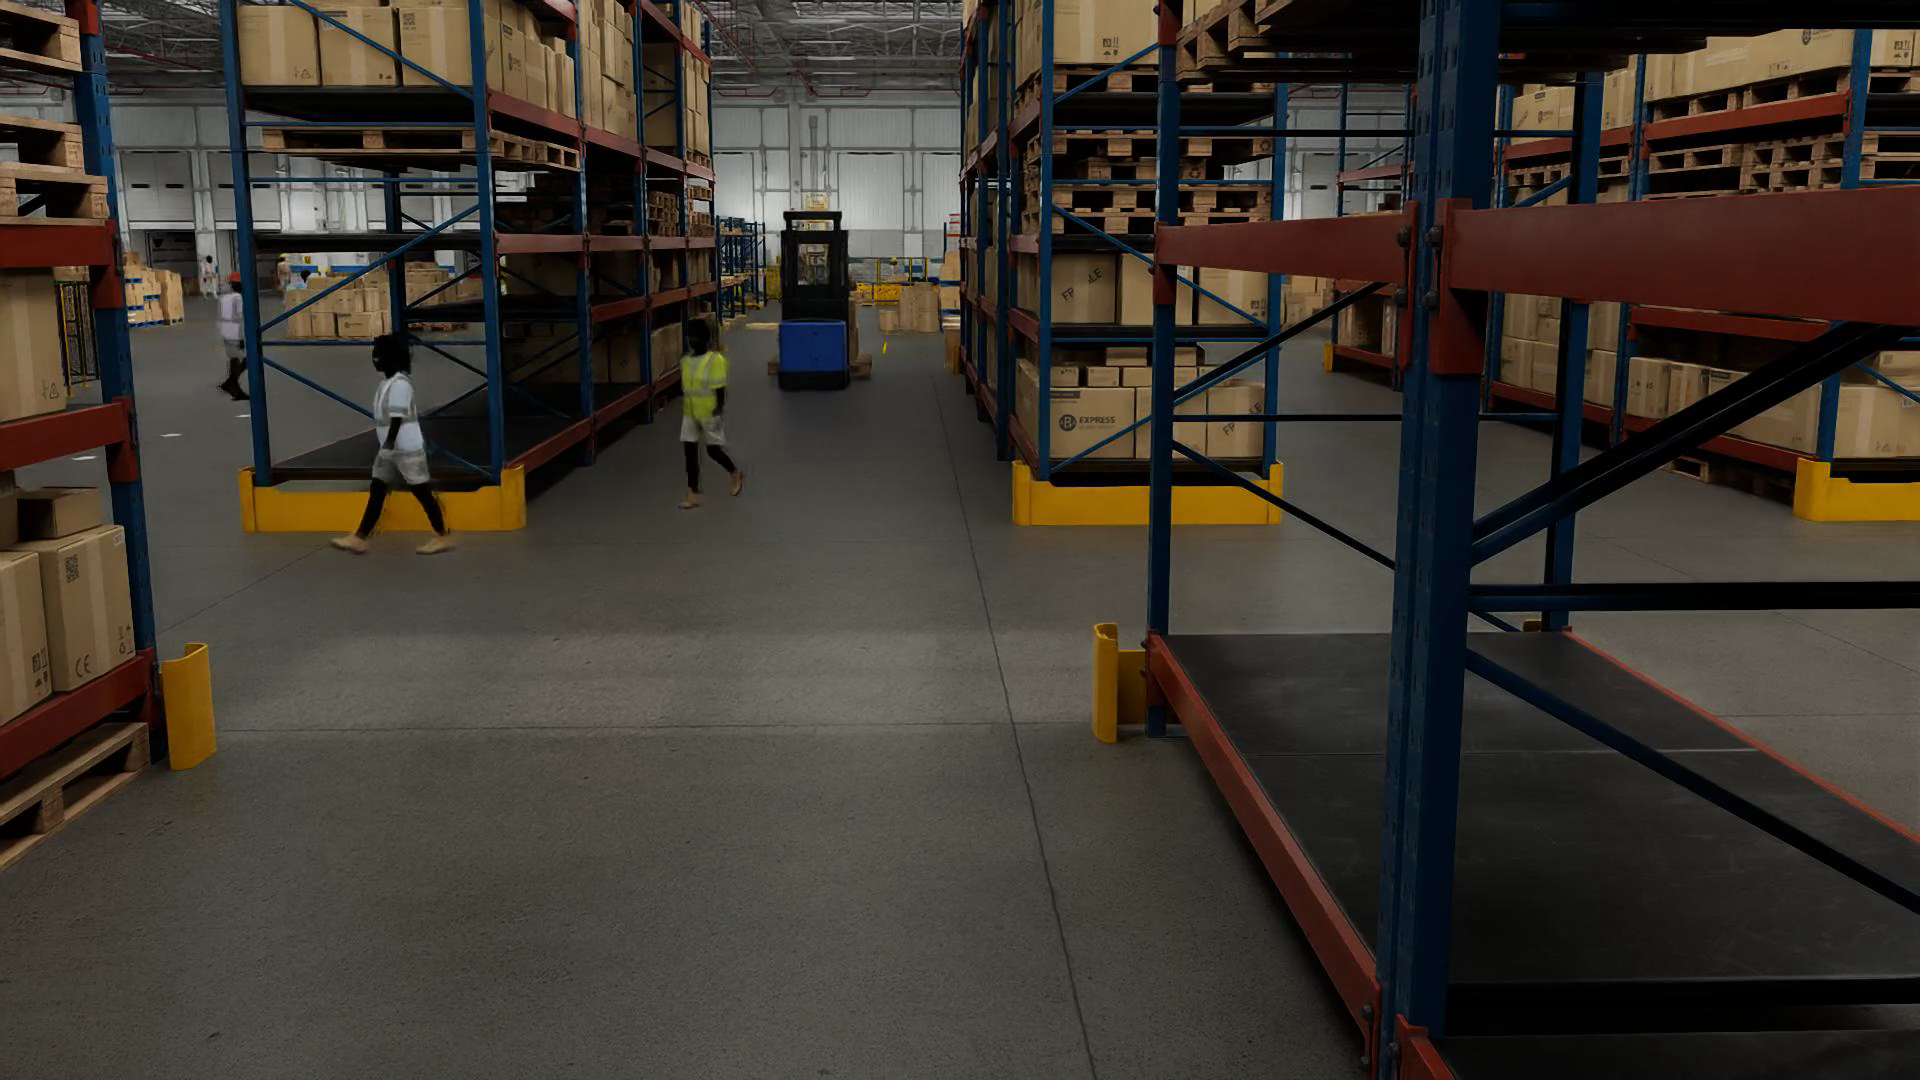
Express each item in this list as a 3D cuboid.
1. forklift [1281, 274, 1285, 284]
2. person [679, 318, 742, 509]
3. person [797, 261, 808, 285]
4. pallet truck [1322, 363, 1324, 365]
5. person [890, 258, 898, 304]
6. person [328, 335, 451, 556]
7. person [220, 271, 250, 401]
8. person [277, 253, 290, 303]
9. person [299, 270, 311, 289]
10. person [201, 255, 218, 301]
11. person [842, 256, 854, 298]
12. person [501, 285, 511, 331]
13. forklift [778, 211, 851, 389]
[{"bbox_3d":[12.240,-10.302,62.509,1.129,2.768,1.873,0,10,-2],"label":"forklift"},{"bbox_3d":[-2.246,-1.127,14.733,0.543,1.679,0.633,6,12,28],"label":"person"},{"bbox_3d":[-3.519,-5.044,35.868,0.852,1.931,0.605,3,11,18],"label":"person"},{"bbox_3d":[7.712,-4.157,30.737,1.885,1.965,0.823,3,11,16],"label":"pallet truck"},{"bbox_3d":[-2.506,-9.822,63.009,0.318,1.741,0.493,0,10,-2],"label":"person"},{"bbox_3d":[-4.234,-0.679,12.320,0.867,1.647,0.536,-7,13,-35],"label":"person"},{"bbox_3d":[-10.701,-3.005,24.570,0.564,1.907,0.595,6,12,31],"label":"person"},{"bbox_3d":[-25.685,-9.952,63.264,0.537,1.906,0.605,4,11,22],"label":"person"},{"bbox_3d":[-15.545,-5.568,39.443,0.449,1.687,0.538,0,10,-1],"label":"person"},{"bbox_3d":[-29.859,-10.410,66.111,0.852,1.812,0.623,9,14,41],"label":"person"},{"bbox_3d":[-4.284,-9.815,62.746,0.628,1.826,0.525,-8,13,-39],"label":"person"},{"bbox_3d":[-8.094,-4.027,30.349,0.604,1.883,0.949,2,10,10],"label":"person"},{"bbox_3d":[-2.347,-3.882,26.748,1.129,2.768,1.873,0,10,-2],"label":"forklift"}]
